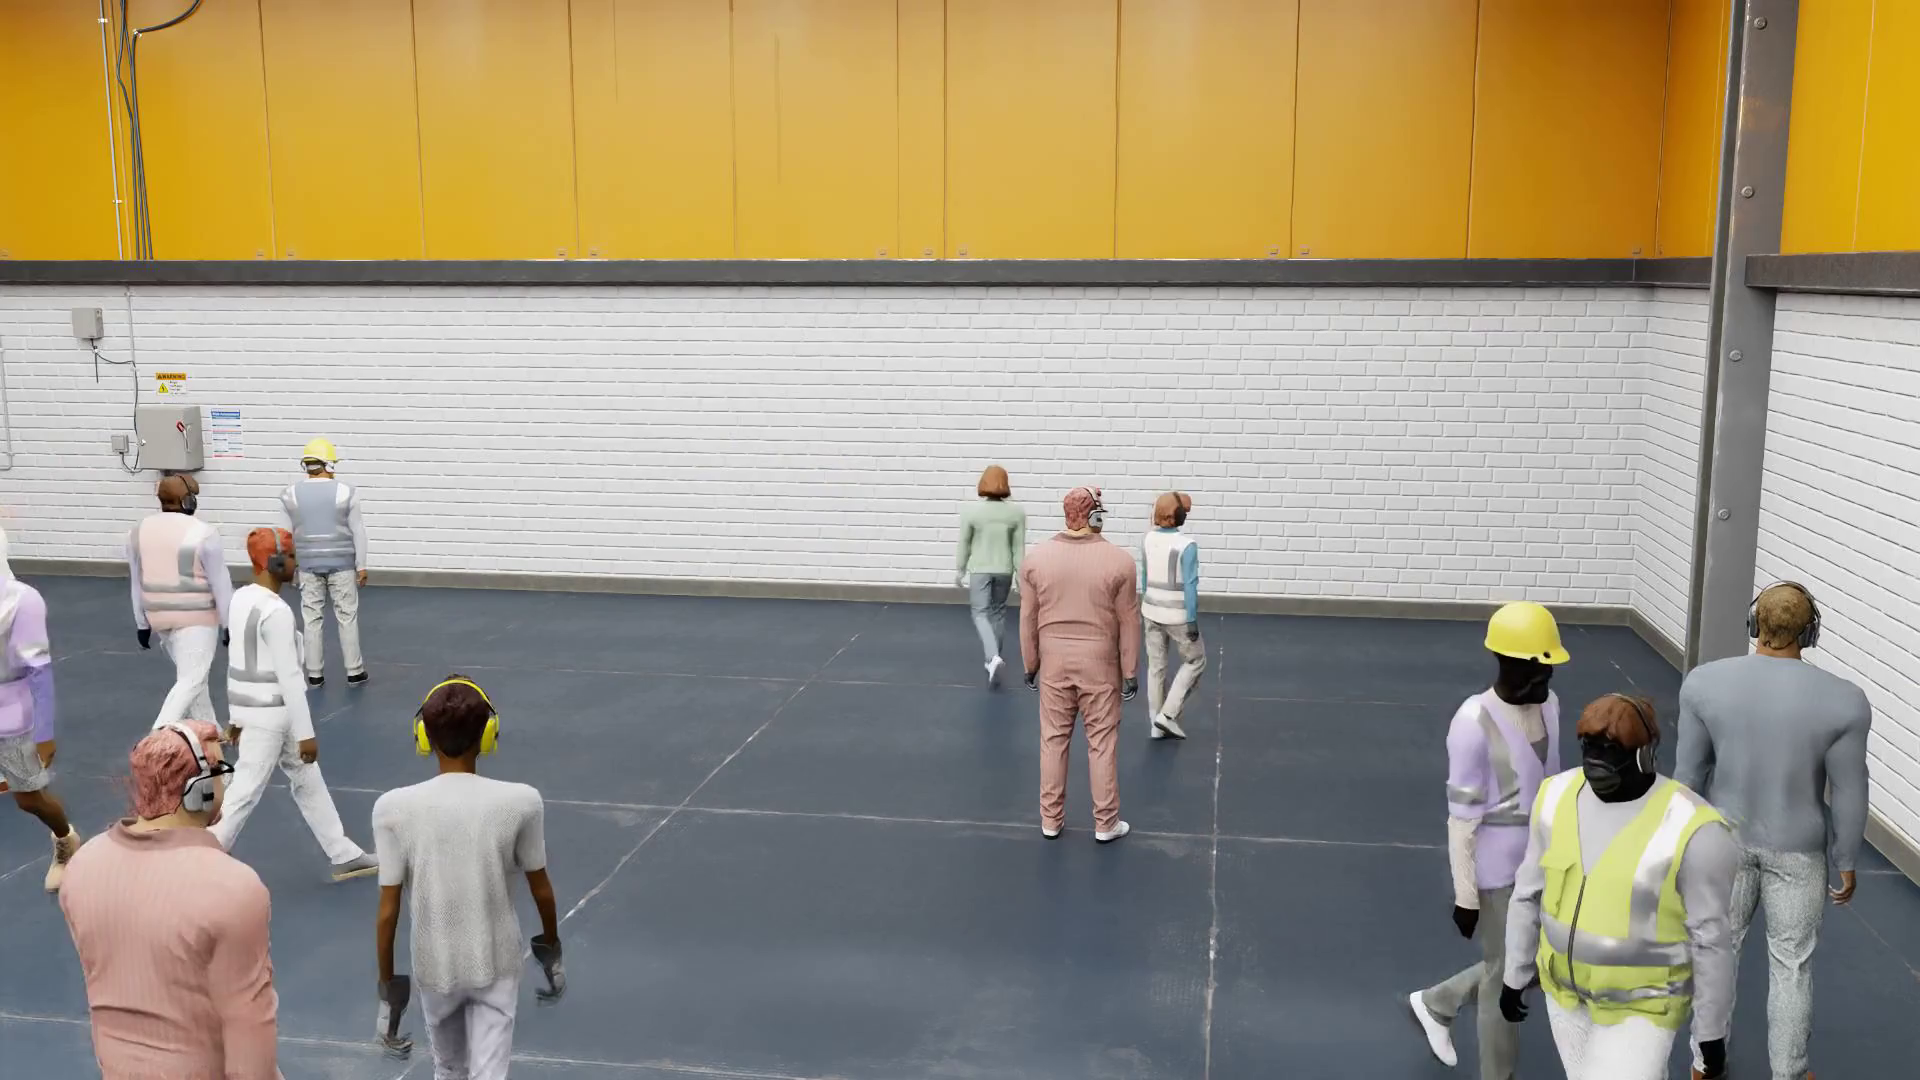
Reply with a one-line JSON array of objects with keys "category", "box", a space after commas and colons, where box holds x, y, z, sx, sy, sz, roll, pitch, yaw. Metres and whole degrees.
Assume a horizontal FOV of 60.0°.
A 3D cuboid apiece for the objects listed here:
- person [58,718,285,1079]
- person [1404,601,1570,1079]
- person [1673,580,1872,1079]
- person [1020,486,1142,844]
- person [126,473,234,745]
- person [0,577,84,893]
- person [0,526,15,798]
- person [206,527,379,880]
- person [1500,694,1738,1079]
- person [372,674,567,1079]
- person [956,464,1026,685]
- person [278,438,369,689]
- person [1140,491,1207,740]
[{"category": "person", "box": [-2.001, 1.398, 4.337, 0.648, 1.895, 0.452, 3, 10, 20]}, {"category": "person", "box": [1.897, 1.133, 5.919, 0.602, 1.907, 0.593, -8, 12, -42]}, {"category": "person", "box": [2.912, 1.102, 6.014, 0.635, 1.938, 0.359, 6, 11, 35]}, {"category": "person", "box": [0.647, 0.659, 8.852, 0.650, 1.904, 0.401, 3, 10, 18]}, {"category": "person", "box": [-4.797, 0.494, 10.206, 0.634, 1.808, 0.907, 2, 9, 14]}, {"category": "person", "box": [-4.458, 0.802, 7.708, 0.621, 2.004, 1.024, 0, 9, -3]}, {"category": "person", "box": [-5.714, 0.536, 9.524, 0.627, 1.934, 0.372, -1, 9, -7]}, {"category": "person", "box": [-3.319, 0.845, 7.974, 1.042, 1.826, 0.603, -7, 12, -37]}, {"category": "person", "box": [1.829, 1.349, 4.841, 0.661, 1.823, 0.660, -6, 11, -32]}, {"category": "person", "box": [-1.496, 1.303, 5.137, 0.529, 1.813, 0.992, -2, 9, -9]}, {"category": "person", "box": [0.250, 0.252, 12.266, 0.498, 1.611, 0.727, -2, 9, -14]}, {"category": "person", "box": [-4.599, 0.176, 12.078, 0.586, 1.824, 0.403, -2, 9, -9]}, {"category": "person", "box": [1.358, 0.495, 10.684, 0.370, 1.626, 0.536, -7, 11, -35]}]
